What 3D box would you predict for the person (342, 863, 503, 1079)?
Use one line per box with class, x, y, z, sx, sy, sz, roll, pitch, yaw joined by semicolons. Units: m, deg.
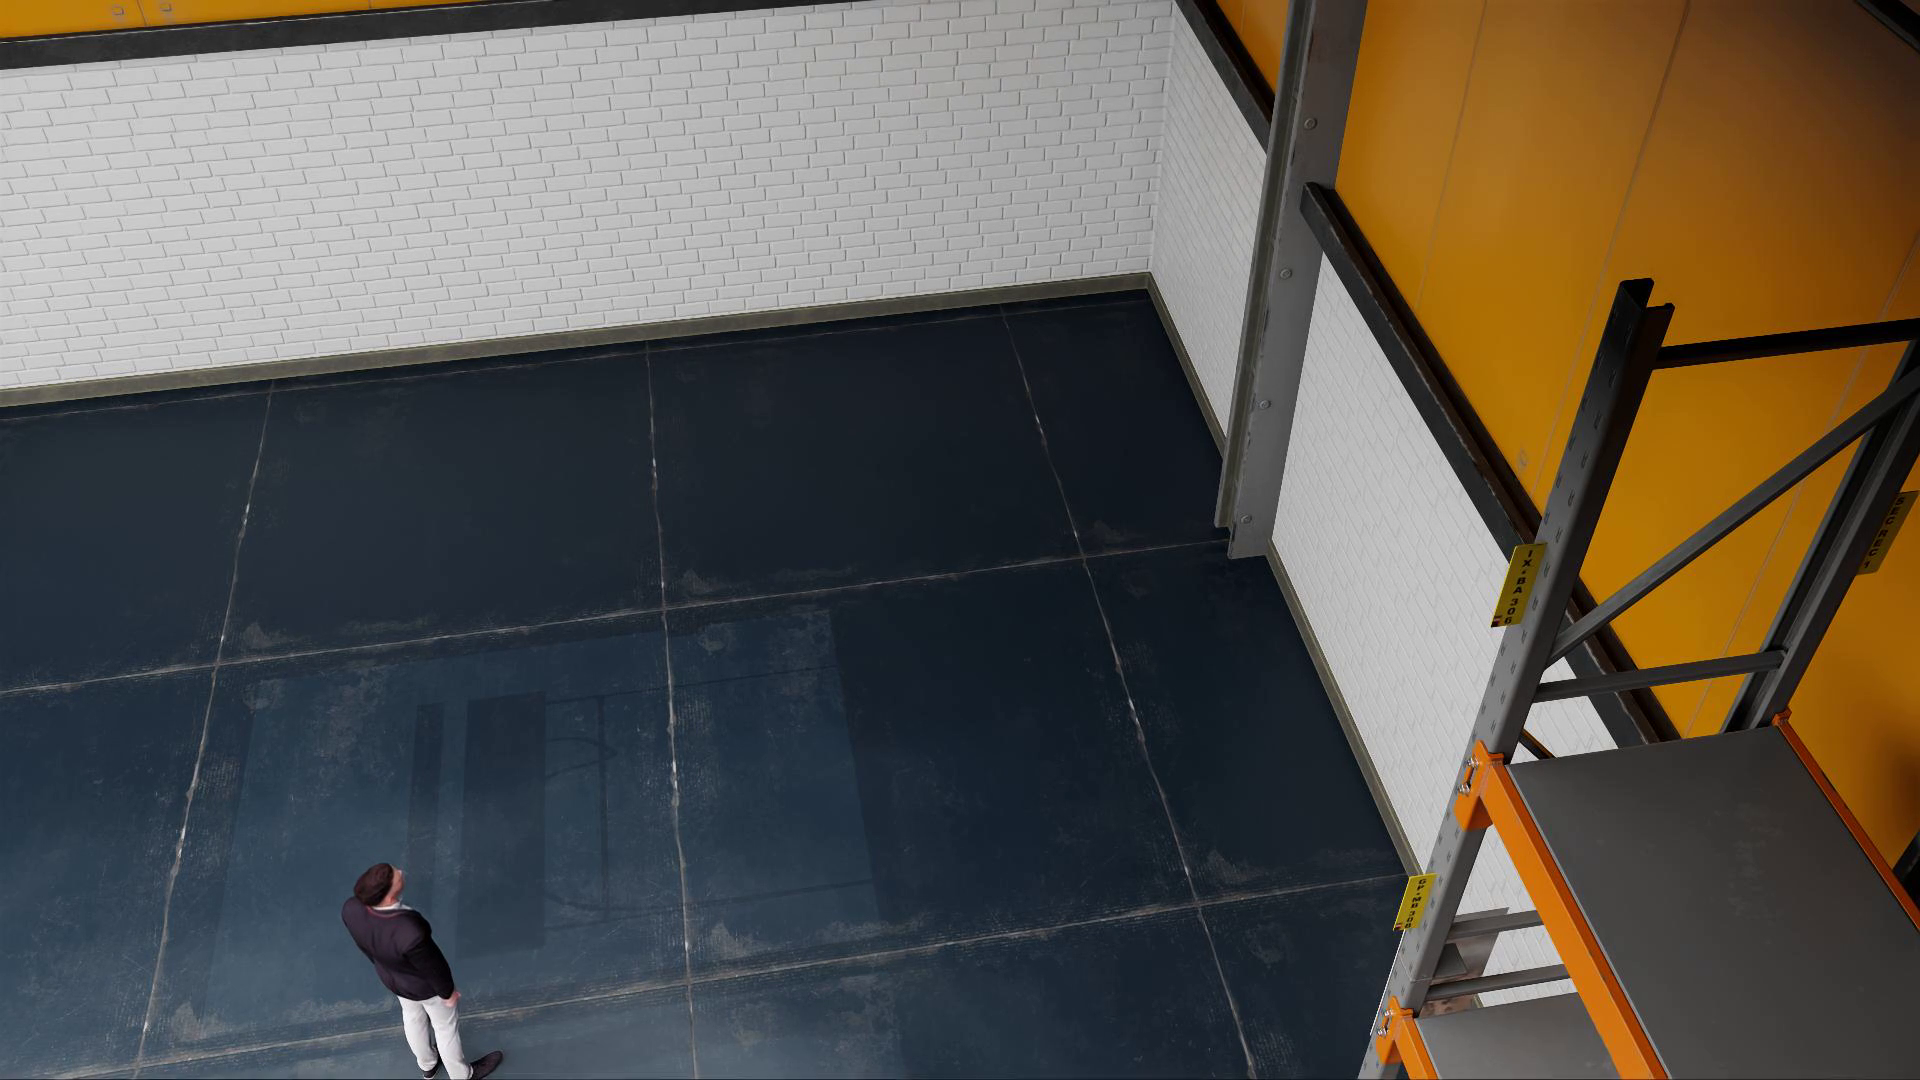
person;-2.773;2.223;8.441;0.741;1.845;0.767;19;47;19
